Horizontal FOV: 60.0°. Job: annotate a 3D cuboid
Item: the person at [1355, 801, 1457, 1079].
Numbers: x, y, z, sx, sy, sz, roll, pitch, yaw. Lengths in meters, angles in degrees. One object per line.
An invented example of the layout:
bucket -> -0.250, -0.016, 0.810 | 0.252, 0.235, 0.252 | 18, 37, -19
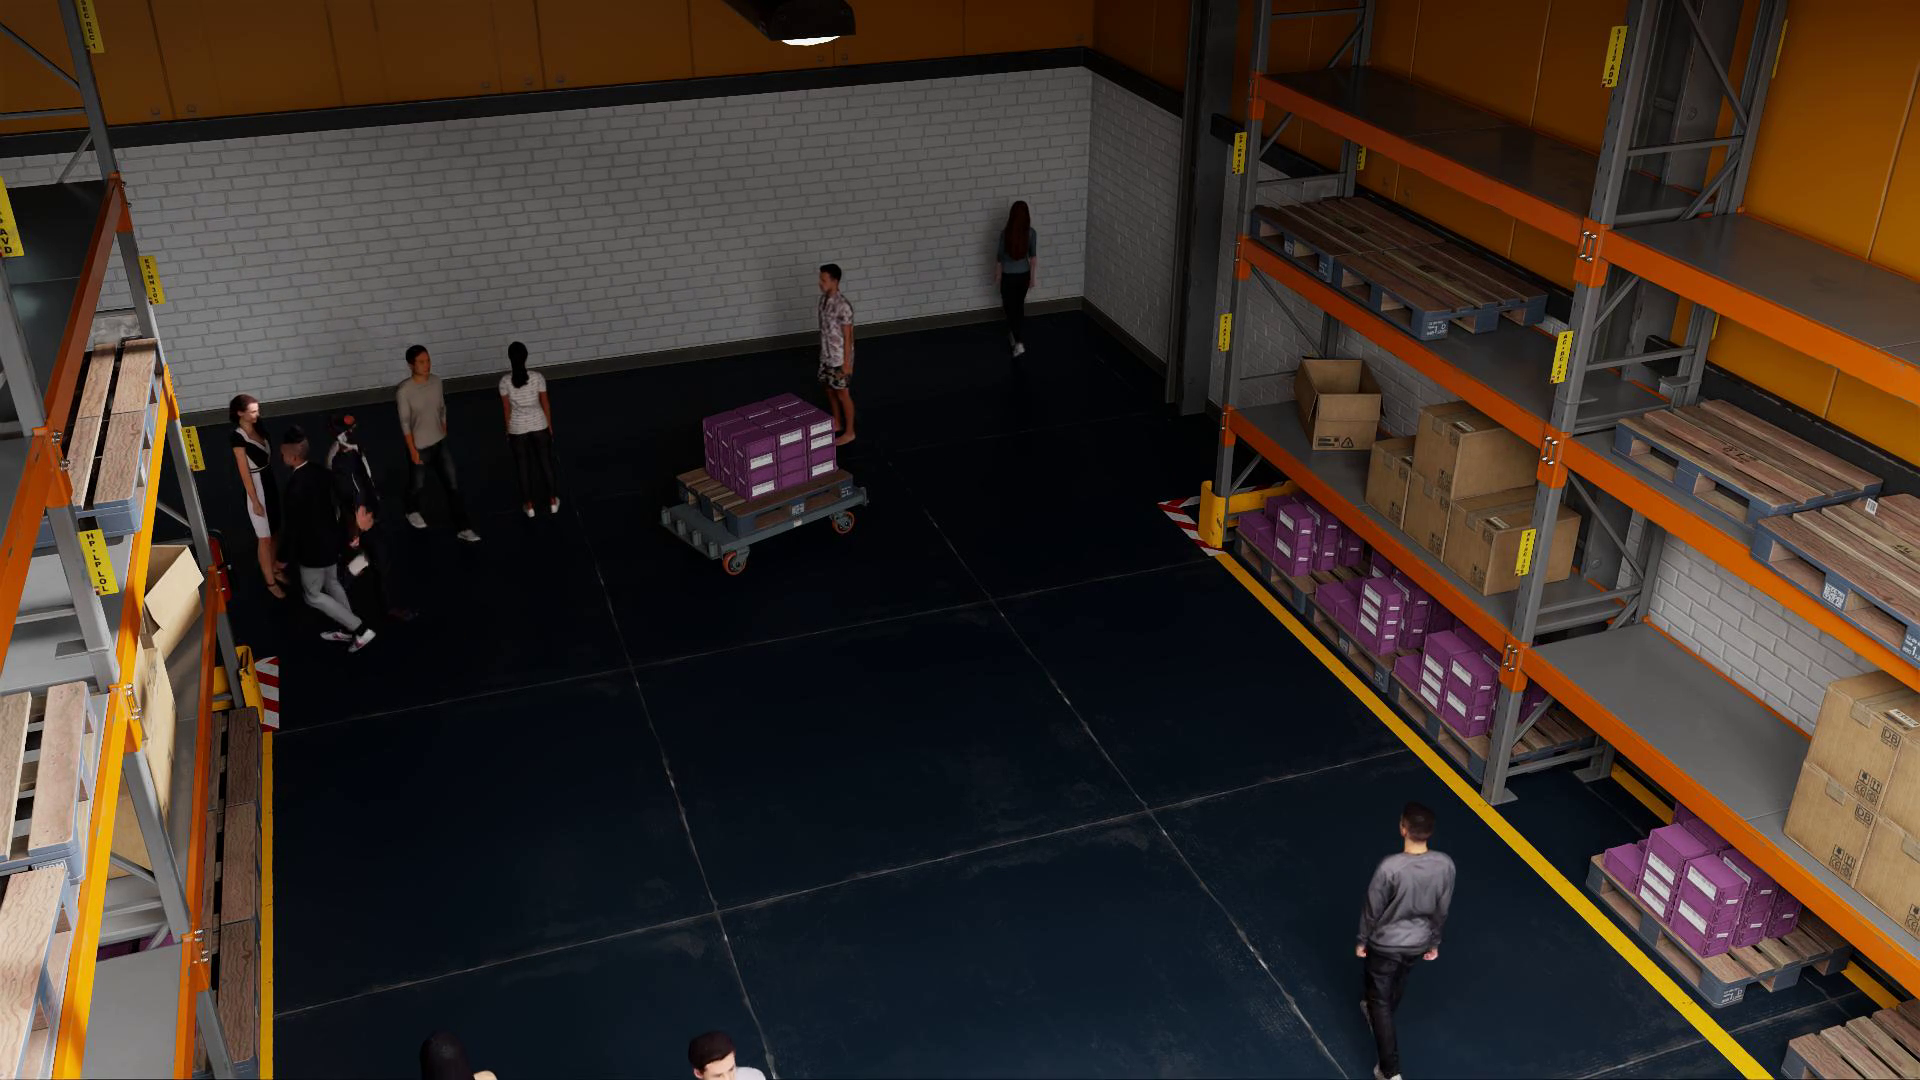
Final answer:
person -> 2.367, 2.187, 8.922 | 0.753, 1.744, 1.028 | -5, 29, -8

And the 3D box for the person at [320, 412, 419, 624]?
person -> -4.807, -0.152, 13.082 | 0.795, 1.866, 0.919 | -7, 29, -12

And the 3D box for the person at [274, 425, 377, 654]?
person -> -4.817, 0.036, 12.659 | 0.971, 1.940, 0.939 | 4, 29, 8

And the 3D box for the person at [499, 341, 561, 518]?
person -> -3.855, -0.994, 14.857 | 0.562, 1.645, 0.504 | -10, 30, -18

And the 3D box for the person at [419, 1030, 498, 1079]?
person -> -2.230, 2.908, 7.570 | 0.746, 1.773, 0.764 | -19, 34, -31

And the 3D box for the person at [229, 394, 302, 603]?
person -> -5.676, -0.347, 13.512 | 0.693, 1.797, 0.523 | -1, 29, -2

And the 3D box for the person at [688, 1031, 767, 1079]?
person -> -1.110, 2.896, 7.521 | 0.791, 1.840, 1.116 | -15, 32, -26

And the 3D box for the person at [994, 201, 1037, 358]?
person -> 0.606, -2.811, 18.107 | 0.622, 1.722, 1.011 | -7, 29, -13

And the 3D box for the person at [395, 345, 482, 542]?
person -> -4.707, -0.842, 14.450 | 1.249, 1.767, 1.033 | 22, 36, 35

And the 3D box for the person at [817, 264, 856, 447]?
person -> -1.194, -1.831, 16.217 | 0.777, 1.811, 0.580 | -17, 33, -28
